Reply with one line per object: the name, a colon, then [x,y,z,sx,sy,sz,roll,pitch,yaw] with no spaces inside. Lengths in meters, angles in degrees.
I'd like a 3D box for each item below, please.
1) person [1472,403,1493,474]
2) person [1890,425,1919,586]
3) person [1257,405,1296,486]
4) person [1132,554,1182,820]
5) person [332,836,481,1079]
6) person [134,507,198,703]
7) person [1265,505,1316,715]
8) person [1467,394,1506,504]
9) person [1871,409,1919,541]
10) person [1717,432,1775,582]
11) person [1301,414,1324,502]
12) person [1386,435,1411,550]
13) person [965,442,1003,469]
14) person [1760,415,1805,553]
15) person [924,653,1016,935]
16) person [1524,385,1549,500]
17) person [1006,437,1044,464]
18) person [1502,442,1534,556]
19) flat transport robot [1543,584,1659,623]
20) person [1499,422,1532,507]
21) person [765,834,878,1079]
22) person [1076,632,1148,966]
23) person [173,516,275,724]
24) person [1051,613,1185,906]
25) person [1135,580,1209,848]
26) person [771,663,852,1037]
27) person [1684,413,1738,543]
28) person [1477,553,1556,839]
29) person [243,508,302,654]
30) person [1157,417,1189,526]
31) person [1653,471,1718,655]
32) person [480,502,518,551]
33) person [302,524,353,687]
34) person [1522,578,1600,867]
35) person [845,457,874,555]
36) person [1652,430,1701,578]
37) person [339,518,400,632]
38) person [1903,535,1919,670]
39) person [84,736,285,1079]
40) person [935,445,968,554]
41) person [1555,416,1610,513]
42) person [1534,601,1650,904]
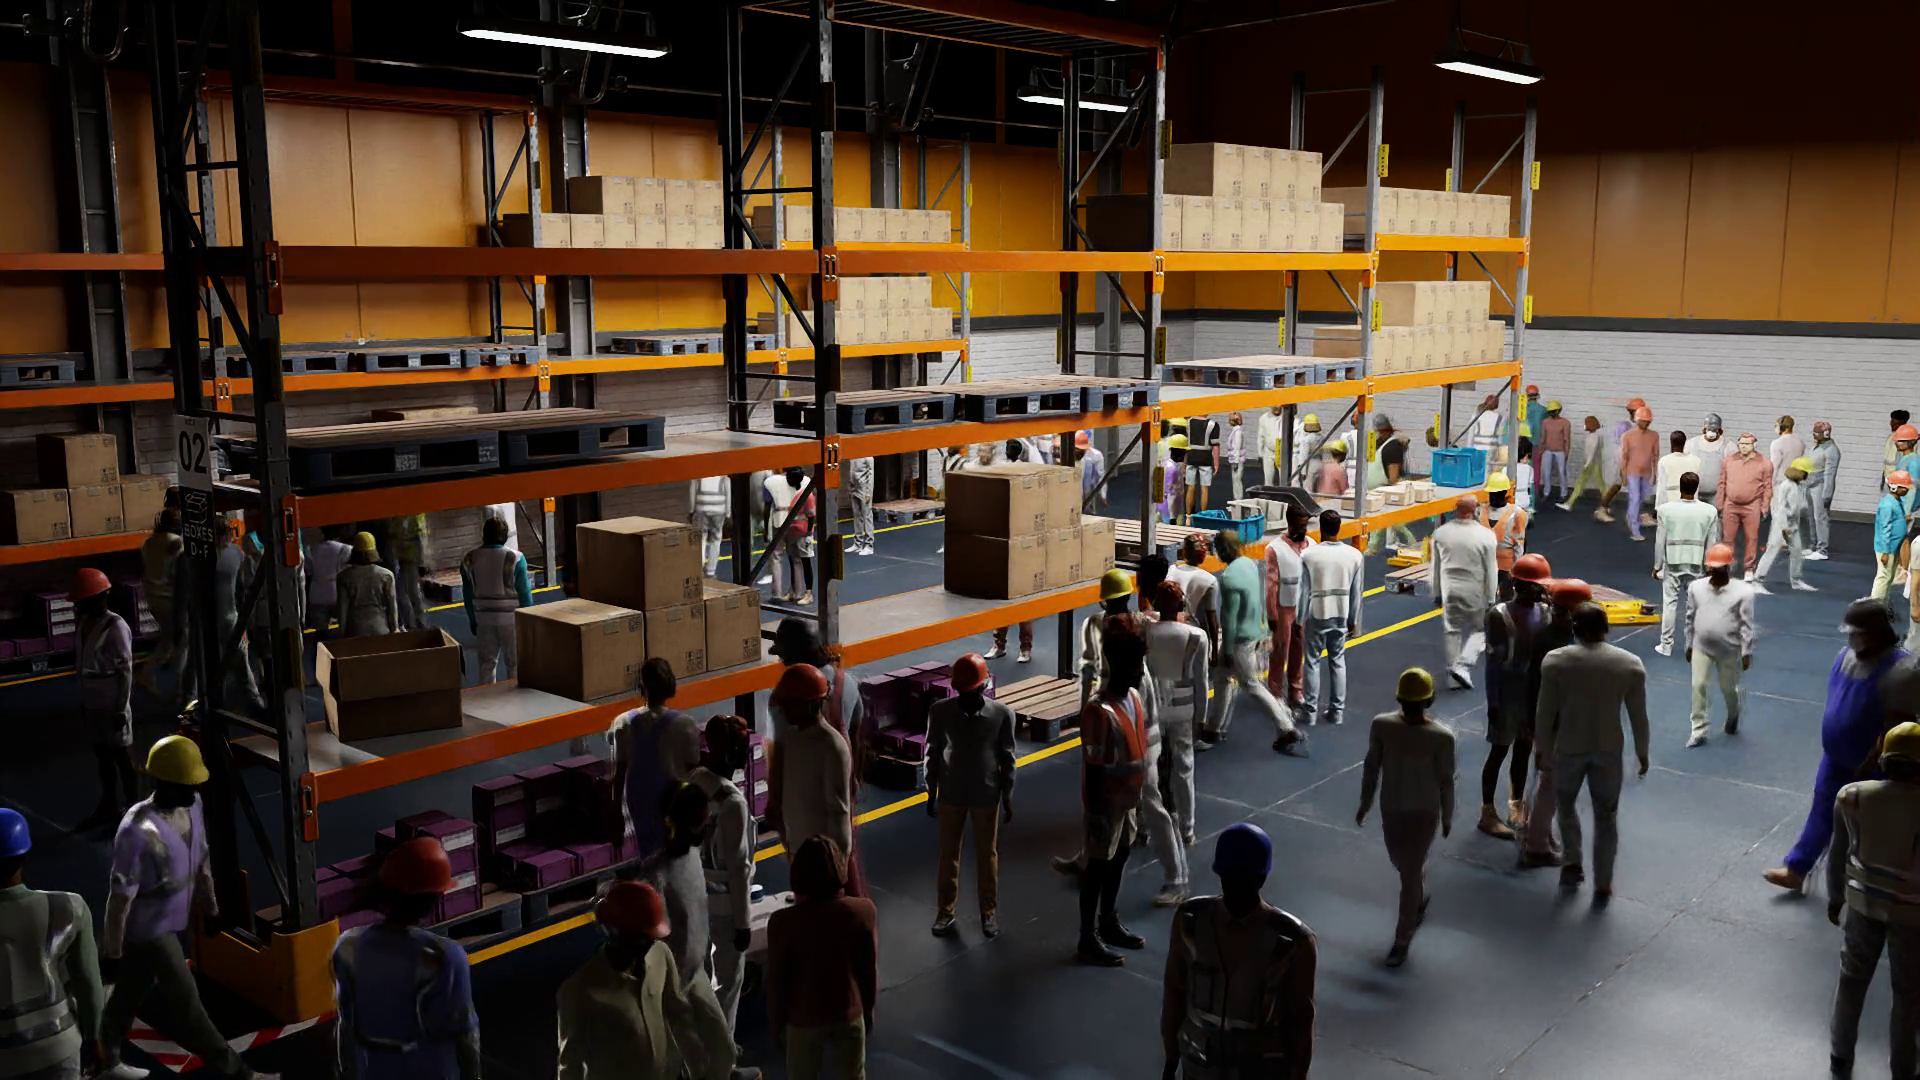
person: [9.089,-1.568,28.901,0.301,1.621,0.501,-5,11,-28]
person: [11.853,-0.437,20.929,0.405,2.033,0.615,4,10,20]
person: [5.187,-1.420,27.247,0.650,1.889,0.418,3,10,17]
person: [1.454,1.071,12.158,0.465,1.955,0.744,5,11,25]
person: [-2.083,2.056,6.373,0.577,1.909,0.407,2,10,13]
person: [-7.266,0.609,15.307,0.655,1.822,0.517,6,11,31]
person: [2.978,0.617,15.016,0.598,1.908,0.410,-7,12,-35]
person: [8.780,-1.508,27.791,0.613,1.870,0.479,3,10,15]
person: [13.477,-0.909,23.937,0.361,1.963,0.612,-1,10,-3]
person: [9.985,-0.424,21.215,0.643,1.908,0.399,8,12,39]
person: [5.403,-1.076,25.621,0.486,1.737,0.328,-8,13,-41]
person: [6.188,-0.670,23.505,0.325,1.630,0.520,4,10,24]
person: [0.303,-0.313,20.718,0.653,1.849,1.006,4,10,22]
person: [11.532,-0.780,23.284,0.630,1.932,0.365,-5,11,-27]
person: [0.055,1.528,10.044,0.561,1.742,0.337,1,10,6]
person: [9.784,-1.672,28.564,0.650,1.953,0.731,1,10,7]
person: [0.913,-0.818,23.171,0.536,2.000,0.688,3,10,15]
person: [7.345,-0.456,22.022,0.536,1.700,0.318,-6,11,-31]
flat transport robot: [7.395,0.721,19.252,0.652,0.197,1.431,-1,10,-9]
person: [7.501,-0.650,22.537,0.577,1.903,0.609,-3,10,-15]
person: [-0.589,2.069,7.178,0.500,1.625,0.282,-4,10,-22]
person: [0.902,1.488,9.675,0.372,1.958,0.606,6,11,31]
person: [-6.502,0.713,14.527,1.052,1.860,0.714,7,12,36]
person: [1.054,1.390,10.611,0.859,1.841,0.686,0,10,0]
person: [1.438,1.210,11.570,0.577,1.876,0.349,2,10,10]
person: [-0.785,1.619,8.794,0.408,1.986,0.617,-6,11,-33]
person: [10.158,-0.725,22.614,0.680,2.000,0.535,6,11,33]
person: [3.971,1.098,11.765,0.609,2.039,0.399,-5,11,-25]
person: [-7.098,0.268,17.219,0.631,1.860,0.607,0,10,-2]
person: [2.964,-0.831,23.727,0.799,1.892,0.656,4,10,21]
person: [7.466,0.251,17.154,0.591,1.919,0.390,2,10,12]
person: [-4.891,0.156,17.623,0.387,1.956,0.603,1,10,8]
person: [-6.010,0.578,15.893,0.593,1.686,0.371,1,10,4]
person: [4.031,1.228,11.141,0.487,1.973,0.660,1,10,3]
person: [-1.391,-0.664,23.133,0.289,1.746,0.484,-8,12,-39]
person: [9.182,-0.445,21.312,0.597,1.915,0.369,-2,10,-13]
person: [-6.330,0.060,17.924,0.536,2.000,0.688,7,12,37]
person: [9.010,0.576,15.464,0.560,1.836,0.394,-5,11,-27]
person: [-3.814,1.822,8.004,1.083,1.847,0.613,0,10,-1]
person: [-0.053,-0.647,23.415,0.784,1.603,0.503,-8,12,-40]
person: [10.130,-1.206,26.860,0.880,1.579,0.505,0,10,0]
person: [4.059,1.340,10.697,0.716,1.898,0.657,3,10,15]
